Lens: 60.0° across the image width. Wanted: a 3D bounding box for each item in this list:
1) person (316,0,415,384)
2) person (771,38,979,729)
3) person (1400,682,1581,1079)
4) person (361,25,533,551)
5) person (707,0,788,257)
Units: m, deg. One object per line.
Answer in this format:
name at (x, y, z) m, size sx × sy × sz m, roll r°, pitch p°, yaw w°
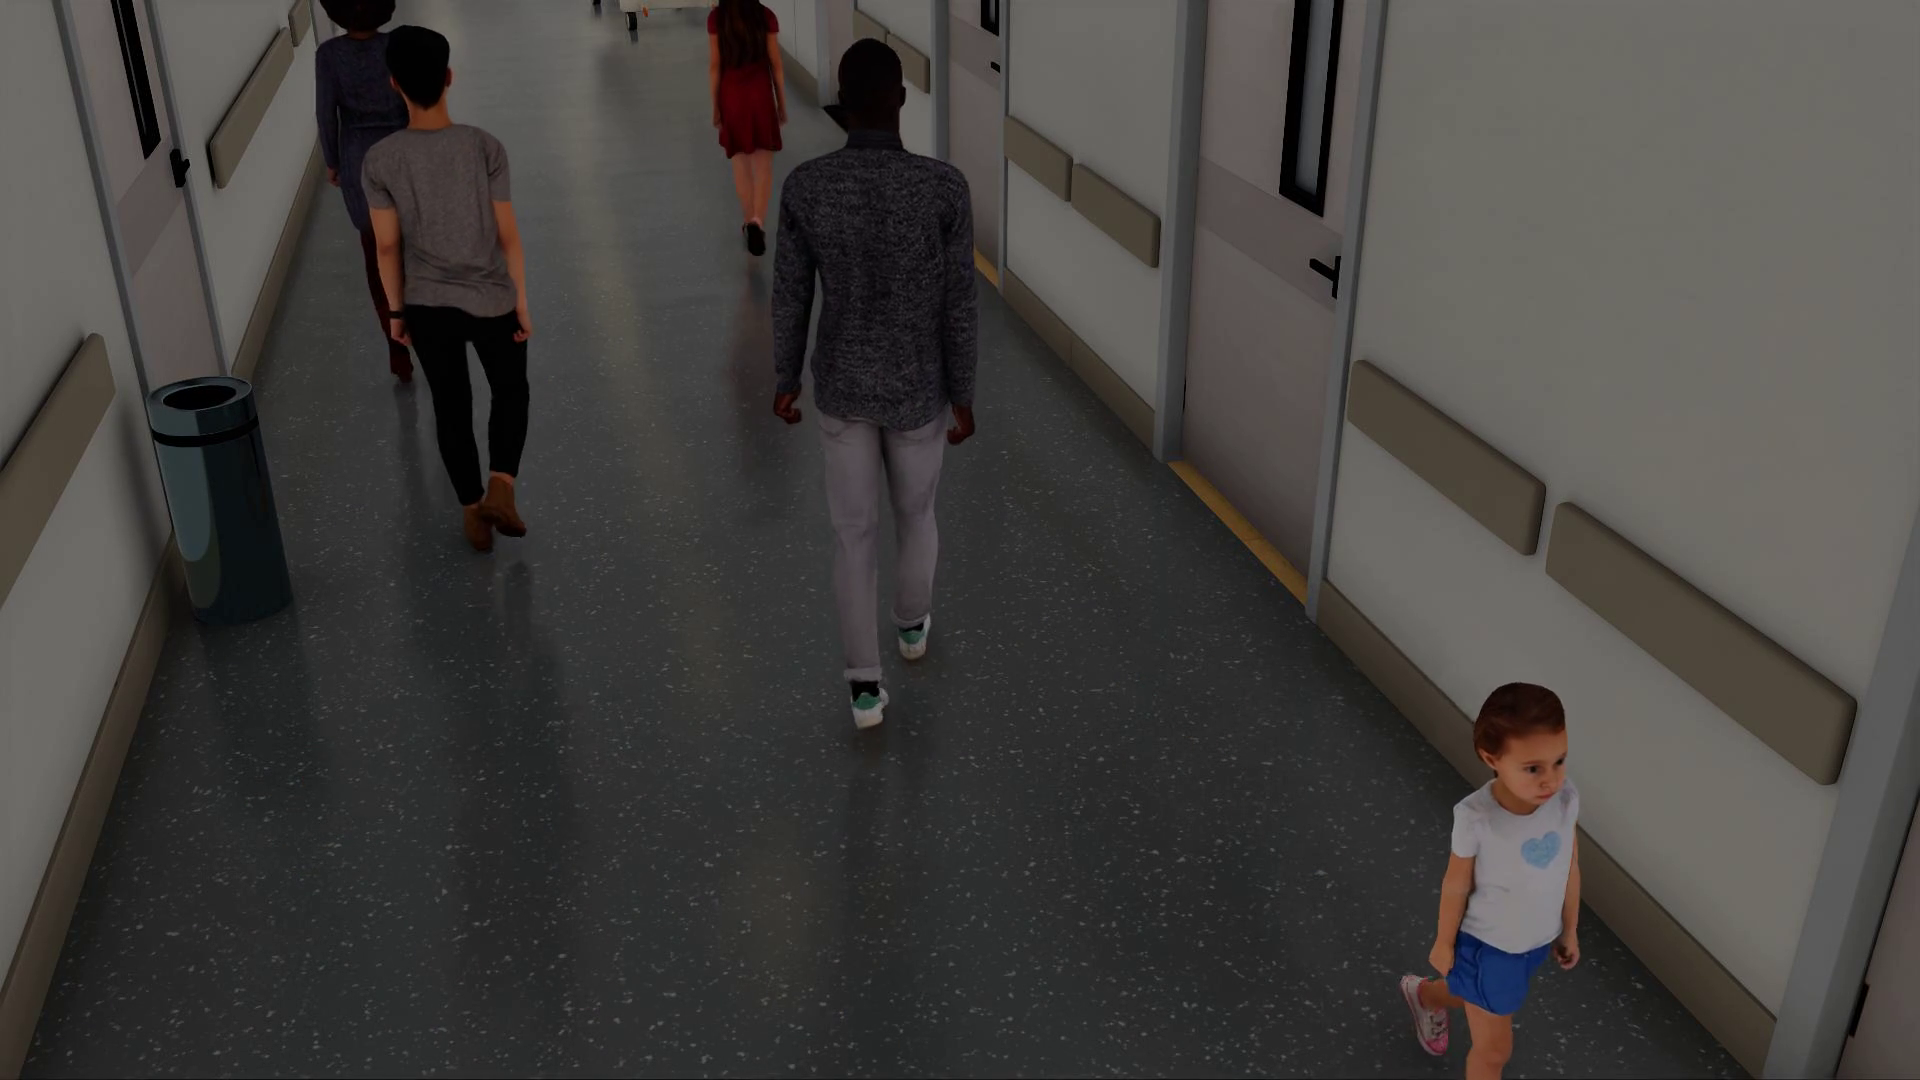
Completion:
person at (-2.376, -1.474, 6.861) m, size 0.912 × 1.680 × 0.714 m, roll -8°, pitch 27°, yaw -16°
person at (-0.229, -0.352, 4.379) m, size 1.044 × 1.816 × 0.949 m, roll 0°, pitch 26°, yaw 0°
person at (1.002, 0.696, 3.138) m, size 0.659 × 1.006 × 0.536 m, roll -10°, pitch 27°, yaw -20°
person at (-1.595, -0.728, 5.283) m, size 0.646 × 1.707 × 0.691 m, roll -4°, pitch 26°, yaw -9°
person at (-1.106, -2.242, 8.618) m, size 0.993 × 1.530 × 0.735 m, roll -1°, pitch 26°, yaw -3°
